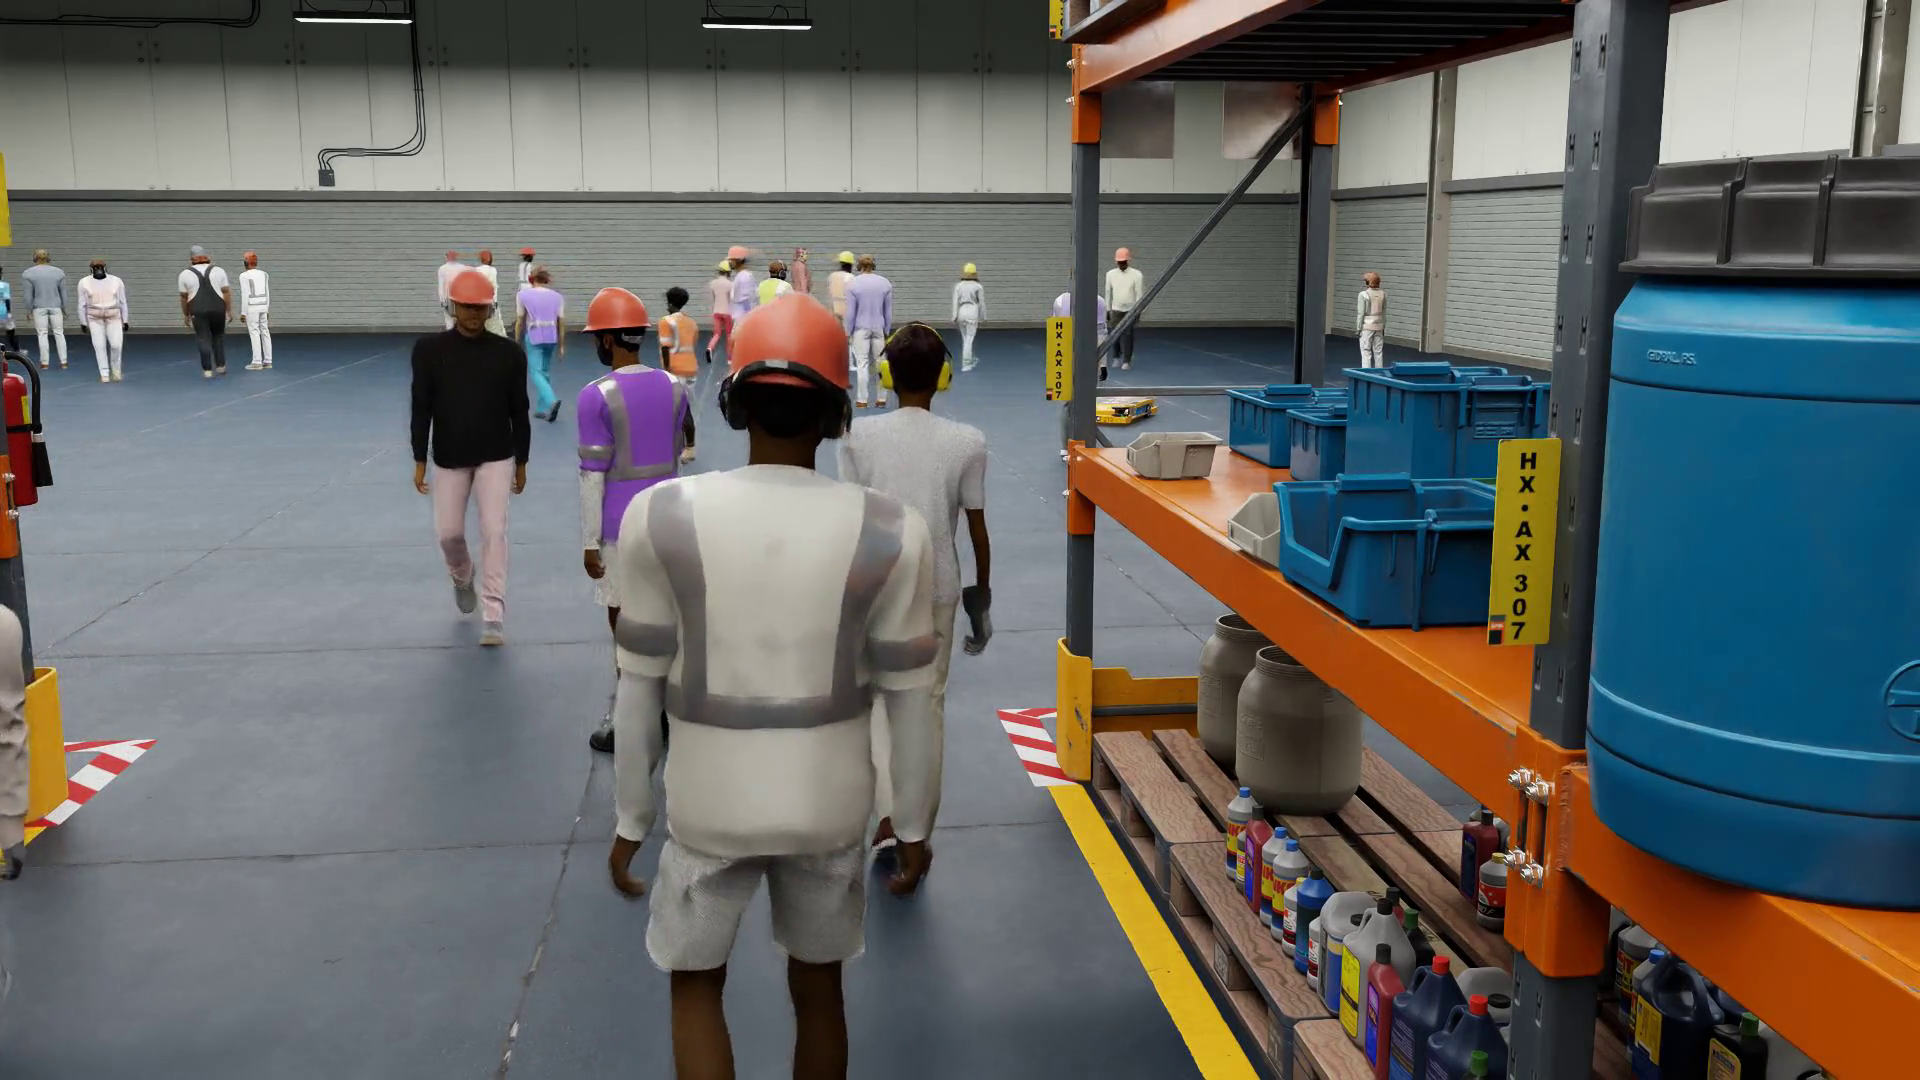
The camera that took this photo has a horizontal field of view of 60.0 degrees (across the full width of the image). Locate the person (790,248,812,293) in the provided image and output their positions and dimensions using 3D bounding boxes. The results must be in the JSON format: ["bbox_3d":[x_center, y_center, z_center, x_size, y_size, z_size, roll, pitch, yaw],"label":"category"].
[{"bbox_3d":[-3.274,-5.094,34.469,0.409,1.909,0.639,-4,11,-23],"label":"person"}]

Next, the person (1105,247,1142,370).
[{"bbox_3d":[2.628,-3.706,26.720,0.623,1.961,0.510,3,11,15],"label":"person"}]

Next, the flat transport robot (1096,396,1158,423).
[{"bbox_3d":[1.822,-1.536,19.450,0.652,0.197,1.431,4,11,21],"label":"flat transport robot"}]

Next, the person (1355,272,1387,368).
[{"bbox_3d":[5.809,-2.962,23.513,0.522,1.638,0.310,-5,12,-27],"label":"person"}]

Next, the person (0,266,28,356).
[{"bbox_3d":[-16.447,-3.891,28.541,0.552,1.648,0.843,1,10,5],"label":"person"}]

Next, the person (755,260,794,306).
[{"bbox_3d":[-2.331,-2.673,21.404,0.627,1.836,0.428,8,13,38],"label":"person"}]

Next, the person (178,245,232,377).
[{"bbox_3d":[-11.589,-3.533,25.539,0.706,2.000,0.820,-5,12,-28],"label":"person"}]

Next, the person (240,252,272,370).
[{"bbox_3d":[-11.370,-3.689,26.827,0.353,1.883,0.572,4,11,20],"label":"person"}]

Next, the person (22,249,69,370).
[{"bbox_3d":[-14.704,-3.710,26.790,0.635,1.937,0.352,-8,13,-38],"label":"person"}]

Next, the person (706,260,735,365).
[{"bbox_3d":[-3.946,-3.758,27.577,0.531,1.746,0.626,5,12,27],"label":"person"}]

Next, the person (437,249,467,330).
[{"bbox_3d":[-10.007,-4.805,32.928,0.654,1.890,0.712,-7,13,-34],"label":"person"}]

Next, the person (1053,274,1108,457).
[{"bbox_3d":[1.176,-1.748,16.073,0.592,1.923,0.381,7,13,36],"label":"person"}]

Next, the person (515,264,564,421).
[{"bbox_3d":[-4.841,-2.282,19.303,0.580,1.818,0.790,-10,14,-43],"label":"person"}]

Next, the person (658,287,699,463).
[{"bbox_3d":[-2.680,-1.567,15.802,0.376,1.659,0.655,5,11,25],"label":"person"}]

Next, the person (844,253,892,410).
[{"bbox_3d":[-1.143,-2.576,20.580,0.629,1.937,0.376,-5,12,-26],"label":"person"}]

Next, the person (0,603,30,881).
[{"bbox_3d":[-2.403,0.648,3.771,0.565,1.610,0.454,-5,12,-27],"label":"person"}]

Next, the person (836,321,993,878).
[{"bbox_3d":[-0.165,0.204,5.566,0.562,1.849,0.459,0,10,2],"label":"person"}]

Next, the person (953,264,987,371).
[{"bbox_3d":[0.180,-3.589,26.798,0.507,1.694,0.920,5,11,24],"label":"person"}]

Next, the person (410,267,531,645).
[{"bbox_3d":[-2.603,-0.464,8.892,0.622,1.974,0.799,-2,11,-13],"label":"person"}]

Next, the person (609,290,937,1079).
[{"bbox_3d":[-0.376,0.528,3.308,0.665,2.033,0.644,-1,10,-7],"label":"person"}]

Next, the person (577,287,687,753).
[{"bbox_3d":[-1.372,-0.073,6.900,0.391,1.929,0.540,8,13,37],"label":"person"}]

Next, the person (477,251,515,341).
[{"bbox_3d":[-9.071,-4.665,32.269,0.614,1.848,0.859,6,12,30],"label":"person"}]

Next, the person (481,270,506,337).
[{"bbox_3d":[-4.776,-1.764,16.485,0.790,1.810,0.589,-8,13,-37],"label":"person"}]

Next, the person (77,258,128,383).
[{"bbox_3d":[-12.509,-3.197,24.290,0.650,1.822,0.519,-5,12,-27],"label":"person"}]

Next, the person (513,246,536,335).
[{"bbox_3d":[-9.317,-5.357,35.861,0.691,1.921,0.594,-7,12,-34],"label":"person"}]

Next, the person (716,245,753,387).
[{"bbox_3d":[-3.036,-3.191,23.758,0.873,2.020,0.617,-2,11,-12],"label":"person"}]

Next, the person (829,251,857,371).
[{"bbox_3d":[-1.853,-3.603,26.285,0.604,1.907,0.543,9,14,40],"label":"person"}]
